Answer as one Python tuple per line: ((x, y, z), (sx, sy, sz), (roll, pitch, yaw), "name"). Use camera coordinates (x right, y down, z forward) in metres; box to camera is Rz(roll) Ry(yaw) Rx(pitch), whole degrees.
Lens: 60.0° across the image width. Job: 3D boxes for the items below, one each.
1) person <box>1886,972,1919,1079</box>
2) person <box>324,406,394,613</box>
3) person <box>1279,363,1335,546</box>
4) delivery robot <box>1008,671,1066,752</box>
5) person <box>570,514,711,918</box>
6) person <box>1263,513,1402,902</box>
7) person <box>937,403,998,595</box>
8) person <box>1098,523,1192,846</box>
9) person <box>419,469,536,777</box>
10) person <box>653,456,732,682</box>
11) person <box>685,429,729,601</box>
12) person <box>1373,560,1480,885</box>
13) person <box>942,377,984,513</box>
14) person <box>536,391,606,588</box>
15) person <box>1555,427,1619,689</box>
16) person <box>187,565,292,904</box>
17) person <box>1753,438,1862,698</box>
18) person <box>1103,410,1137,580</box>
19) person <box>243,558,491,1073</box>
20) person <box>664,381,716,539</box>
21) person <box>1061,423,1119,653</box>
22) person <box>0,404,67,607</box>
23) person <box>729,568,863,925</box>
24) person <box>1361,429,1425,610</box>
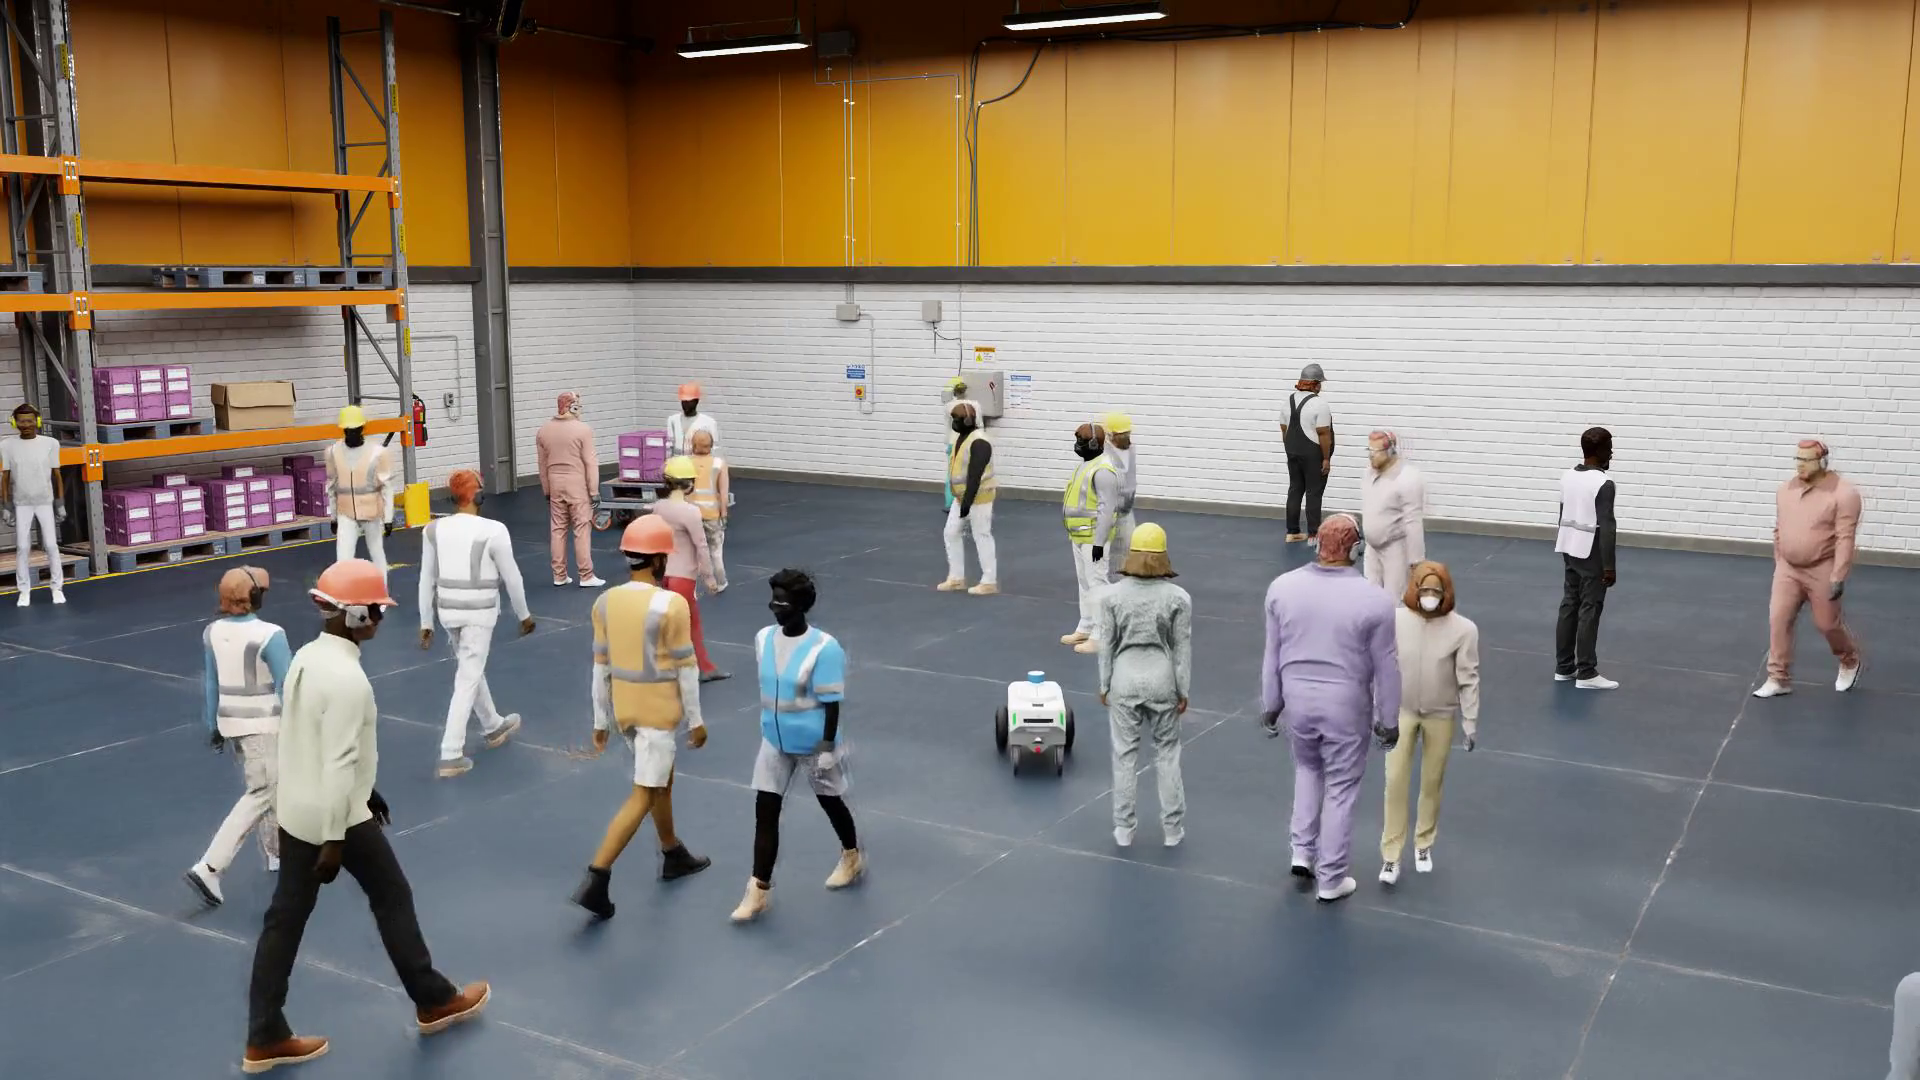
((2.600, 1.578, 4.184), (0.514, 1.588, 0.854), (5, 10, 28), "person")
((-5.264, -0.226, 14.537), (0.611, 1.876, 0.967), (0, 9, -1), "person")
((3.936, -0.962, 18.623), (0.539, 2.000, 0.688), (-6, 11, -32), "person")
((0.473, 1.060, 10.337), (0.477, 0.478, 0.707), (0, 9, 0), "delivery robot")
((-1.547, 0.827, 7.962), (0.537, 1.902, 0.987), (7, 11, 36), "person")
((1.815, 0.806, 8.067), (0.670, 1.887, 0.447), (6, 11, 34), "person")
((0.043, -0.375, 15.671), (0.680, 1.817, 0.660), (-4, 10, -23), "person")
((0.975, 0.768, 8.799), (0.487, 1.736, 0.322), (1, 9, 7), "person")
((-2.996, 0.479, 10.280), (0.585, 1.834, 0.968), (3, 10, 20), "person")
((-2.061, 0.252, 12.039), (0.905, 1.729, 0.527), (-8, 12, -39), "person")
((-2.402, -0.231, 15.464), (0.534, 1.586, 0.877), (1, 9, 4), "person")
((2.292, 0.914, 8.224), (0.514, 1.607, 0.680), (3, 10, 17), "person")
((0.012, -1.174, 20.923), (0.617, 1.733, 0.332), (4, 10, 26), "person")
((-3.747, -0.484, 16.081), (0.637, 1.902, 0.406), (4, 10, 21), "person")
((4.596, 0.128, 12.205), (0.391, 1.920, 0.593), (-2, 9, -14), "person")
((-3.515, 0.933, 8.141), (0.517, 1.609, 0.757), (5, 10, 29), "person")
((6.129, 0.198, 11.910), (0.831, 1.878, 0.643), (-6, 11, -32), "person")
((1.435, -0.291, 15.163), (0.608, 1.800, 0.654), (-9, 12, -43), "person")
((-2.360, 1.039, 6.465), (1.039, 1.931, 0.603), (-9, 13, -44), "person")
((-2.833, -0.758, 17.786), (0.551, 1.909, 0.861), (4, 10, 22), "person")
((1.039, -0.022, 13.380), (0.429, 1.844, 0.627), (-2, 9, -13), "person")
((-8.464, -0.320, 15.200), (0.512, 1.860, 0.318), (-4, 10, -26), "person")
((-0.757, 0.942, 7.951), (0.542, 1.653, 0.855), (6, 11, 32), "person")
((3.389, 0.066, 12.777), (0.663, 1.873, 0.652), (-4, 10, -22), "person")
